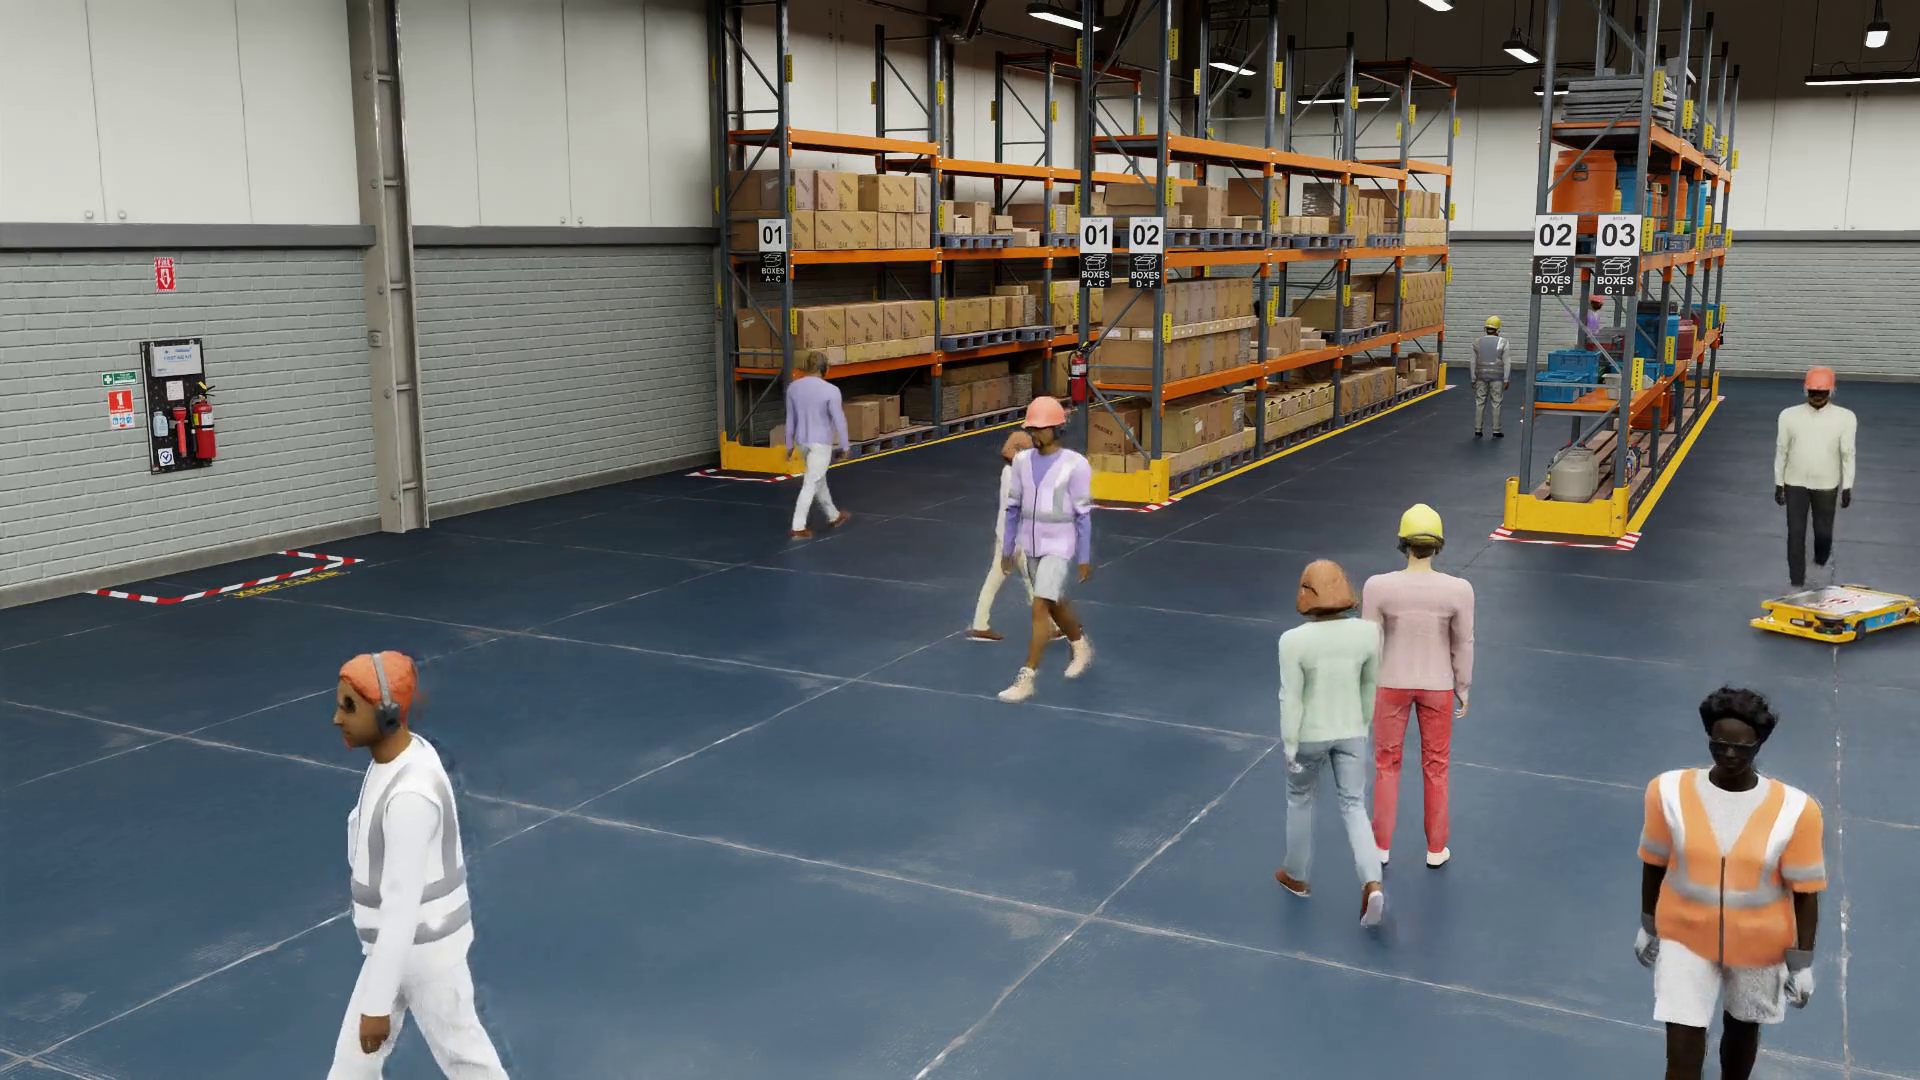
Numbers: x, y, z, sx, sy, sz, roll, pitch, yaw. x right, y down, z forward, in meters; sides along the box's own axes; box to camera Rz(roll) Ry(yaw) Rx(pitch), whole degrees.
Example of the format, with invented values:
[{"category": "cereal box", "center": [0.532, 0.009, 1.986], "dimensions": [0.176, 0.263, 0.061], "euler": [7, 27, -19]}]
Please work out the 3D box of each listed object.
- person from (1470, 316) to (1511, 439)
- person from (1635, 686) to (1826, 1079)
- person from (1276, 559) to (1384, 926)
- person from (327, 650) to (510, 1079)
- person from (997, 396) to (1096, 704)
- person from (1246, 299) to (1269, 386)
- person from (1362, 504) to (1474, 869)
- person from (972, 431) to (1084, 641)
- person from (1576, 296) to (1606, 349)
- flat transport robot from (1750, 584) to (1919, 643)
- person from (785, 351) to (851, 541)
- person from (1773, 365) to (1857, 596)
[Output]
[{"category": "person", "center": [7.945, -2.431, 24.912], "dimensions": [0.588, 1.834, 0.403], "euler": [7, 12, 32]}, {"category": "person", "center": [2.419, 1.263, 5.269], "dimensions": [0.540, 1.652, 0.857], "euler": [5, 12, 27]}, {"category": "person", "center": [1.656, 0.887, 7.413], "dimensions": [0.496, 1.607, 0.748], "euler": [-2, 11, -9]}, {"category": "person", "center": [-1.719, 1.232, 4.922], "dimensions": [0.985, 1.828, 0.610], "euler": [-5, 12, -26]}, {"category": "person", "center": [0.606, 0.026, 11.081], "dimensions": [0.625, 2.000, 1.043], "euler": [9, 14, 41]}, {"category": "person", "center": [5.061, -3.105, 28.220], "dimensions": [0.611, 1.963, 0.362], "euler": [9, 13, 39]}, {"category": "person", "center": [2.182, 0.705, 7.995], "dimensions": [0.533, 1.767, 0.315], "euler": [2, 11, 12]}, {"category": "person", "center": [0.482, -0.016, 12.378], "dimensions": [0.852, 1.587, 0.515], "euler": [-1, 10, -5]}, {"category": "person", "center": [12.576, -4.023, 33.472], "dimensions": [0.589, 1.893, 0.947], "euler": [-9, 14, -41]}, {"category": "flat transport robot", "center": [6.836, 0.555, 12.892], "dimensions": [1.431, 0.197, 0.652], "euler": [-7, 13, -34]}, {"category": "person", "center": [-1.410, -0.962, 16.768], "dimensions": [0.655, 1.880, 1.040], "euler": [7, 13, 34]}, {"category": "person", "center": [7.181, -0.498, 14.007], "dimensions": [0.612, 1.971, 0.629], "euler": [6, 12, 30]}]
